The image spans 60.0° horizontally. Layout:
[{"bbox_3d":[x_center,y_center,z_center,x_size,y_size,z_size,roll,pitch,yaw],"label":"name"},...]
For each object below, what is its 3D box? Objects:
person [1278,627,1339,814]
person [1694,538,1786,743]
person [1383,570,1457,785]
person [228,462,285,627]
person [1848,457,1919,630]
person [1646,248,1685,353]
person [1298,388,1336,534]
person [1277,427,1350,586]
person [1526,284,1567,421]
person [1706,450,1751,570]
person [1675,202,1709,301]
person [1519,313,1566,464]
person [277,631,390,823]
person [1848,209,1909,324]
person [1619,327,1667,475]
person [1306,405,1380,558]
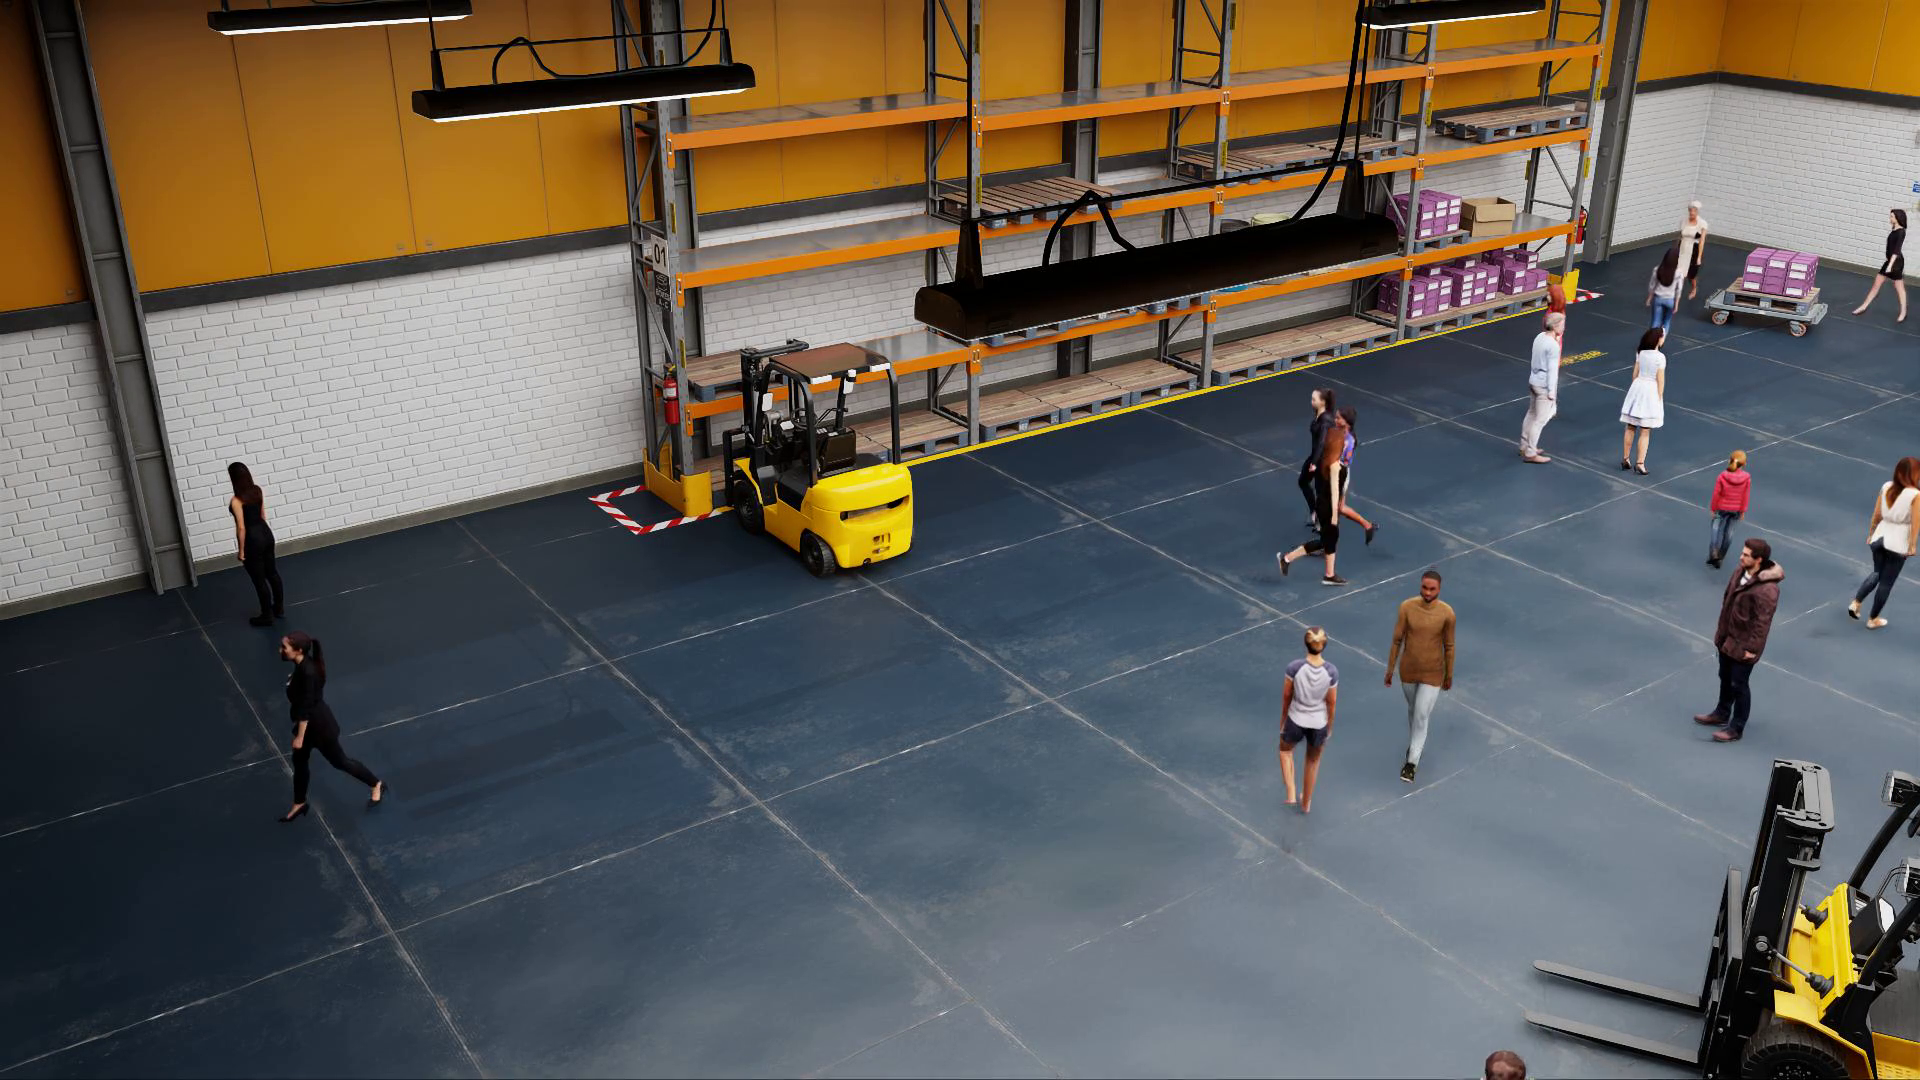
[{"bbox_3d":[2.729,1.470,13.082,0.714,1.608,0.777,2,24,6],"label":"person"},{"bbox_3d":[6.691,0.839,14.229,0.871,1.845,0.869,-2,24,-4],"label":"person"},{"bbox_3d":[3.842,1.061,13.803,0.995,1.780,1.231,12,26,25],"label":"person"},{"bbox_3d":[-6.900,0.028,16.282,0.739,1.687,0.664,7,24,15],"label":"person"},{"bbox_3d":[8.947,0.056,16.108,0.732,1.774,0.666,-9,25,-21],"label":"person"},{"bbox_3d":[10.280,-3.437,24.324,0.932,1.596,1.130,11,26,23],"label":"person"},{"bbox_3d":[4.048,-0.861,18.303,0.756,1.697,0.722,-2,24,-4],"label":"person"},{"bbox_3d":[3.685,-0.317,17.053,1.060,1.703,0.976,3,24,7],"label":"person"},{"bbox_3d":[7.778,-2.471,21.836,0.768,1.818,0.715,2,24,5],"label":"person"},{"bbox_3d":[8.093,-0.299,17.501,0.648,1.309,0.711,8,25,17],"label":"person"},{"bbox_3d":[11.763,-4.573,26.759,0.782,1.727,1.085,21,31,39],"label":"person"},{"bbox_3d":[7.128,-1.879,20.393,0.772,1.888,0.752,-1,24,-2],"label":"person"},{"bbox_3d":[-4.958,1.469,13.067,1.098,1.621,0.683,-12,27,-26],"label":"person"},{"bbox_3d":[14.652,-4.228,25.942,1.178,1.749,1.163,6,24,13],"label":"person"},{"bbox_3d":[8.242,-1.677,20.032,0.746,1.808,0.727,-12,26,-25],"label":"person"},{"bbox_3d":[4.114,-0.612,17.703,1.122,1.722,0.955,0,24,-1],"label":"person"}]
